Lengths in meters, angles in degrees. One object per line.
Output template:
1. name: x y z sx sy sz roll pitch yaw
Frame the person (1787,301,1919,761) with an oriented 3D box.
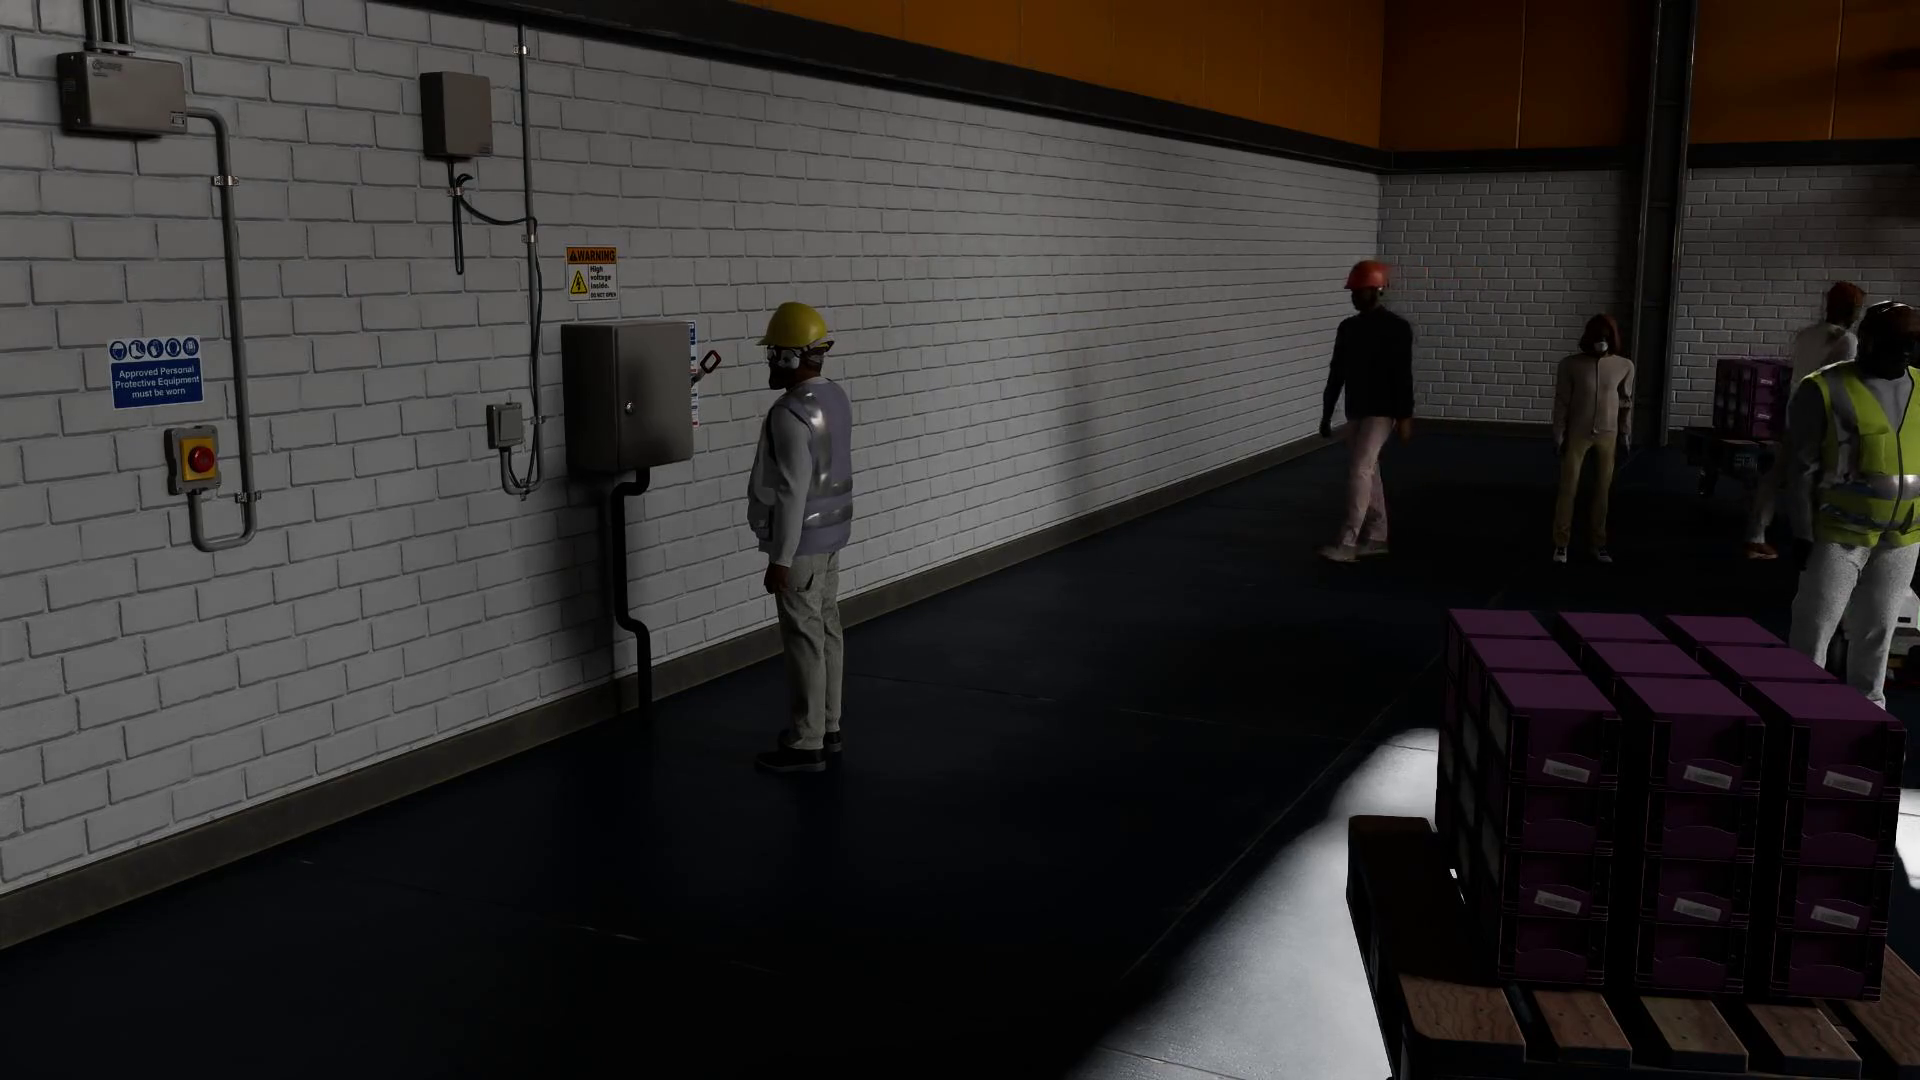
1. person: 3.591 -0.023 6.602 0.619 1.838 0.430 0 10 -2

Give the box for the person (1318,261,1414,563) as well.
1. person: 2.574 -0.831 10.907 0.863 1.958 0.644 -5 11 -29

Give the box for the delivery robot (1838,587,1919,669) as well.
1. delivery robot: 4.390 0.336 7.957 0.477 0.478 0.707 4 10 22

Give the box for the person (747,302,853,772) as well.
1. person: -0.629 -0.009 6.530 0.404 1.833 0.590 2 10 13

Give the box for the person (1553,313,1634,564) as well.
1. person: 4.119 -0.656 10.851 0.498 1.633 0.280 1 10 6

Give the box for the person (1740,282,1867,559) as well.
1. person: 5.634 -0.757 10.863 1.012 1.821 0.668 -1 10 -8

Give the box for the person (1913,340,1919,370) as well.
1. person: 6.824 -0.932 11.271 0.535 2.000 0.733 -2 10 -13
